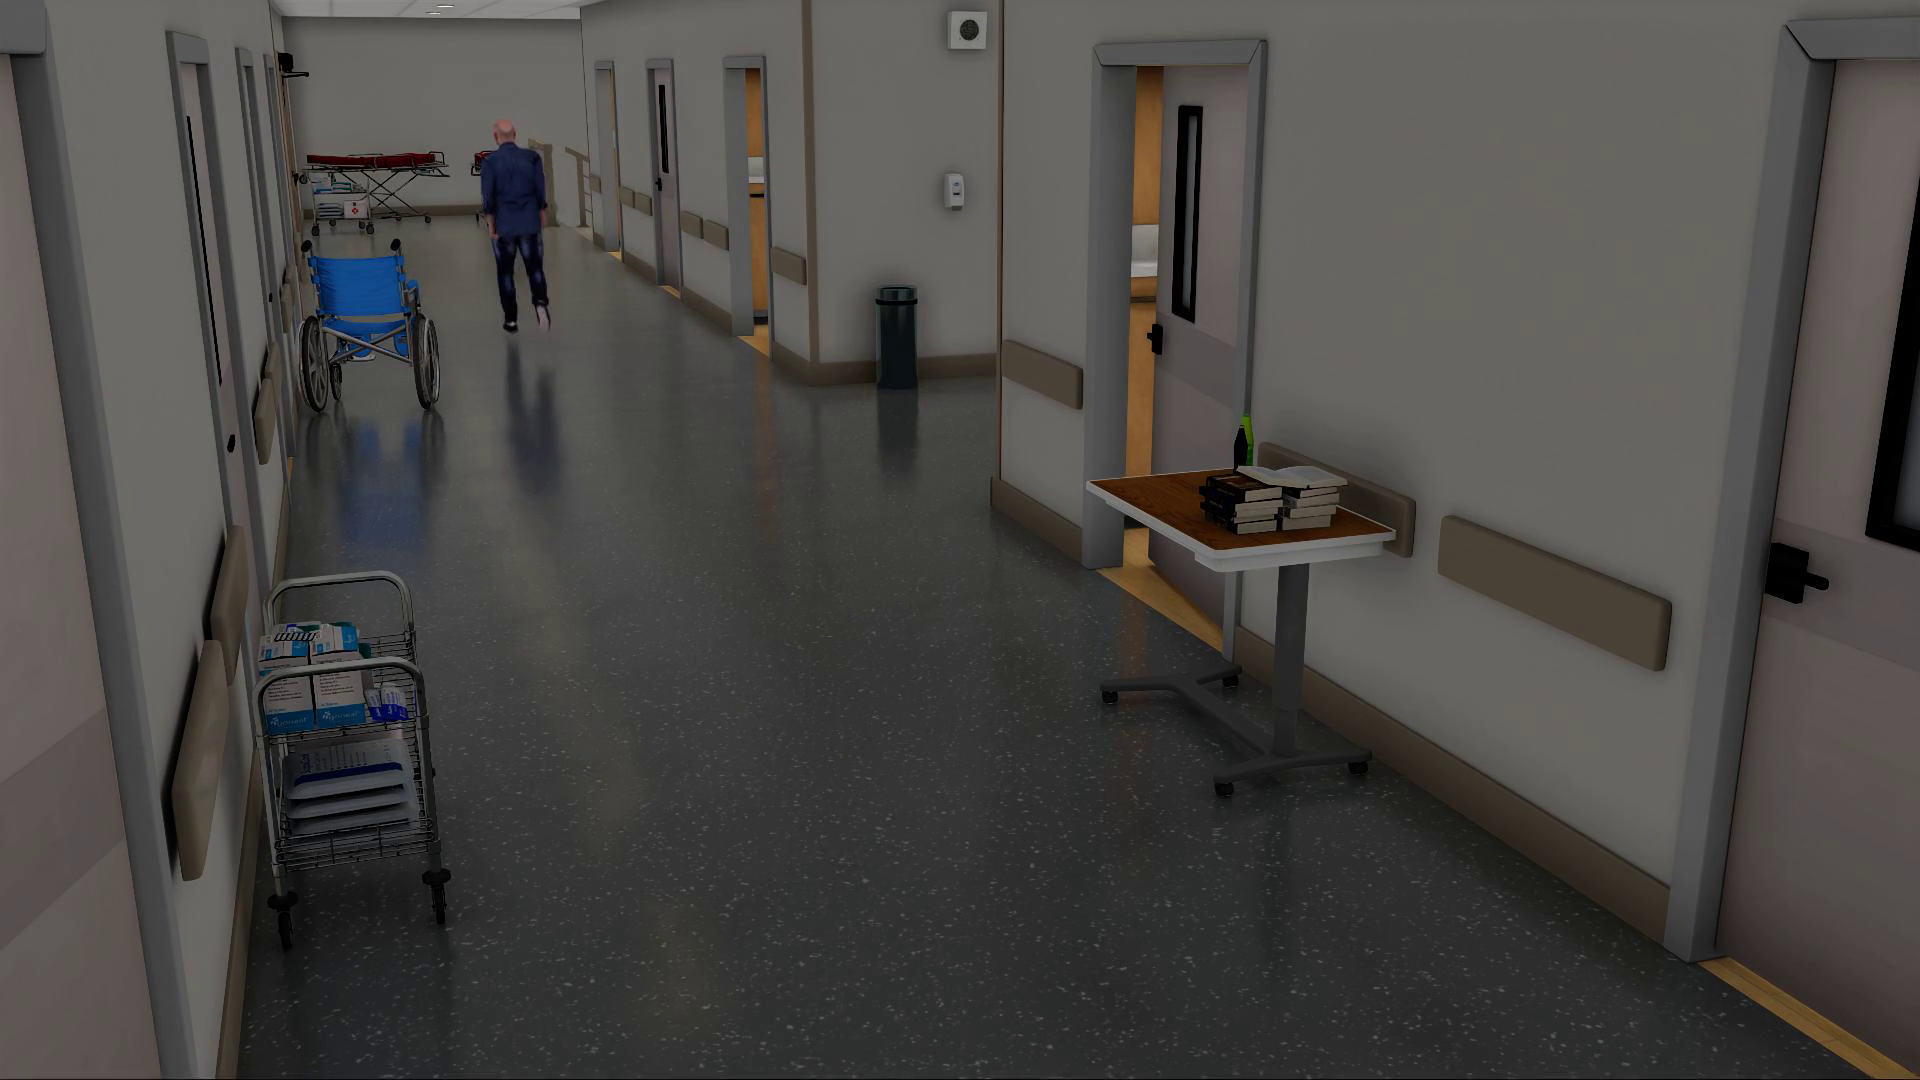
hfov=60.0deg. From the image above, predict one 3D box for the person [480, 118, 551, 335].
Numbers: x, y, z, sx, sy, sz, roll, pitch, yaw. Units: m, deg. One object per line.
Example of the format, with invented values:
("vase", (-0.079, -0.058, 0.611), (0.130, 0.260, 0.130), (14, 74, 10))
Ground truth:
("person", (-3.695, -2.591, 13.963), (0.737, 1.800, 1.066), (-7, 17, -23))
